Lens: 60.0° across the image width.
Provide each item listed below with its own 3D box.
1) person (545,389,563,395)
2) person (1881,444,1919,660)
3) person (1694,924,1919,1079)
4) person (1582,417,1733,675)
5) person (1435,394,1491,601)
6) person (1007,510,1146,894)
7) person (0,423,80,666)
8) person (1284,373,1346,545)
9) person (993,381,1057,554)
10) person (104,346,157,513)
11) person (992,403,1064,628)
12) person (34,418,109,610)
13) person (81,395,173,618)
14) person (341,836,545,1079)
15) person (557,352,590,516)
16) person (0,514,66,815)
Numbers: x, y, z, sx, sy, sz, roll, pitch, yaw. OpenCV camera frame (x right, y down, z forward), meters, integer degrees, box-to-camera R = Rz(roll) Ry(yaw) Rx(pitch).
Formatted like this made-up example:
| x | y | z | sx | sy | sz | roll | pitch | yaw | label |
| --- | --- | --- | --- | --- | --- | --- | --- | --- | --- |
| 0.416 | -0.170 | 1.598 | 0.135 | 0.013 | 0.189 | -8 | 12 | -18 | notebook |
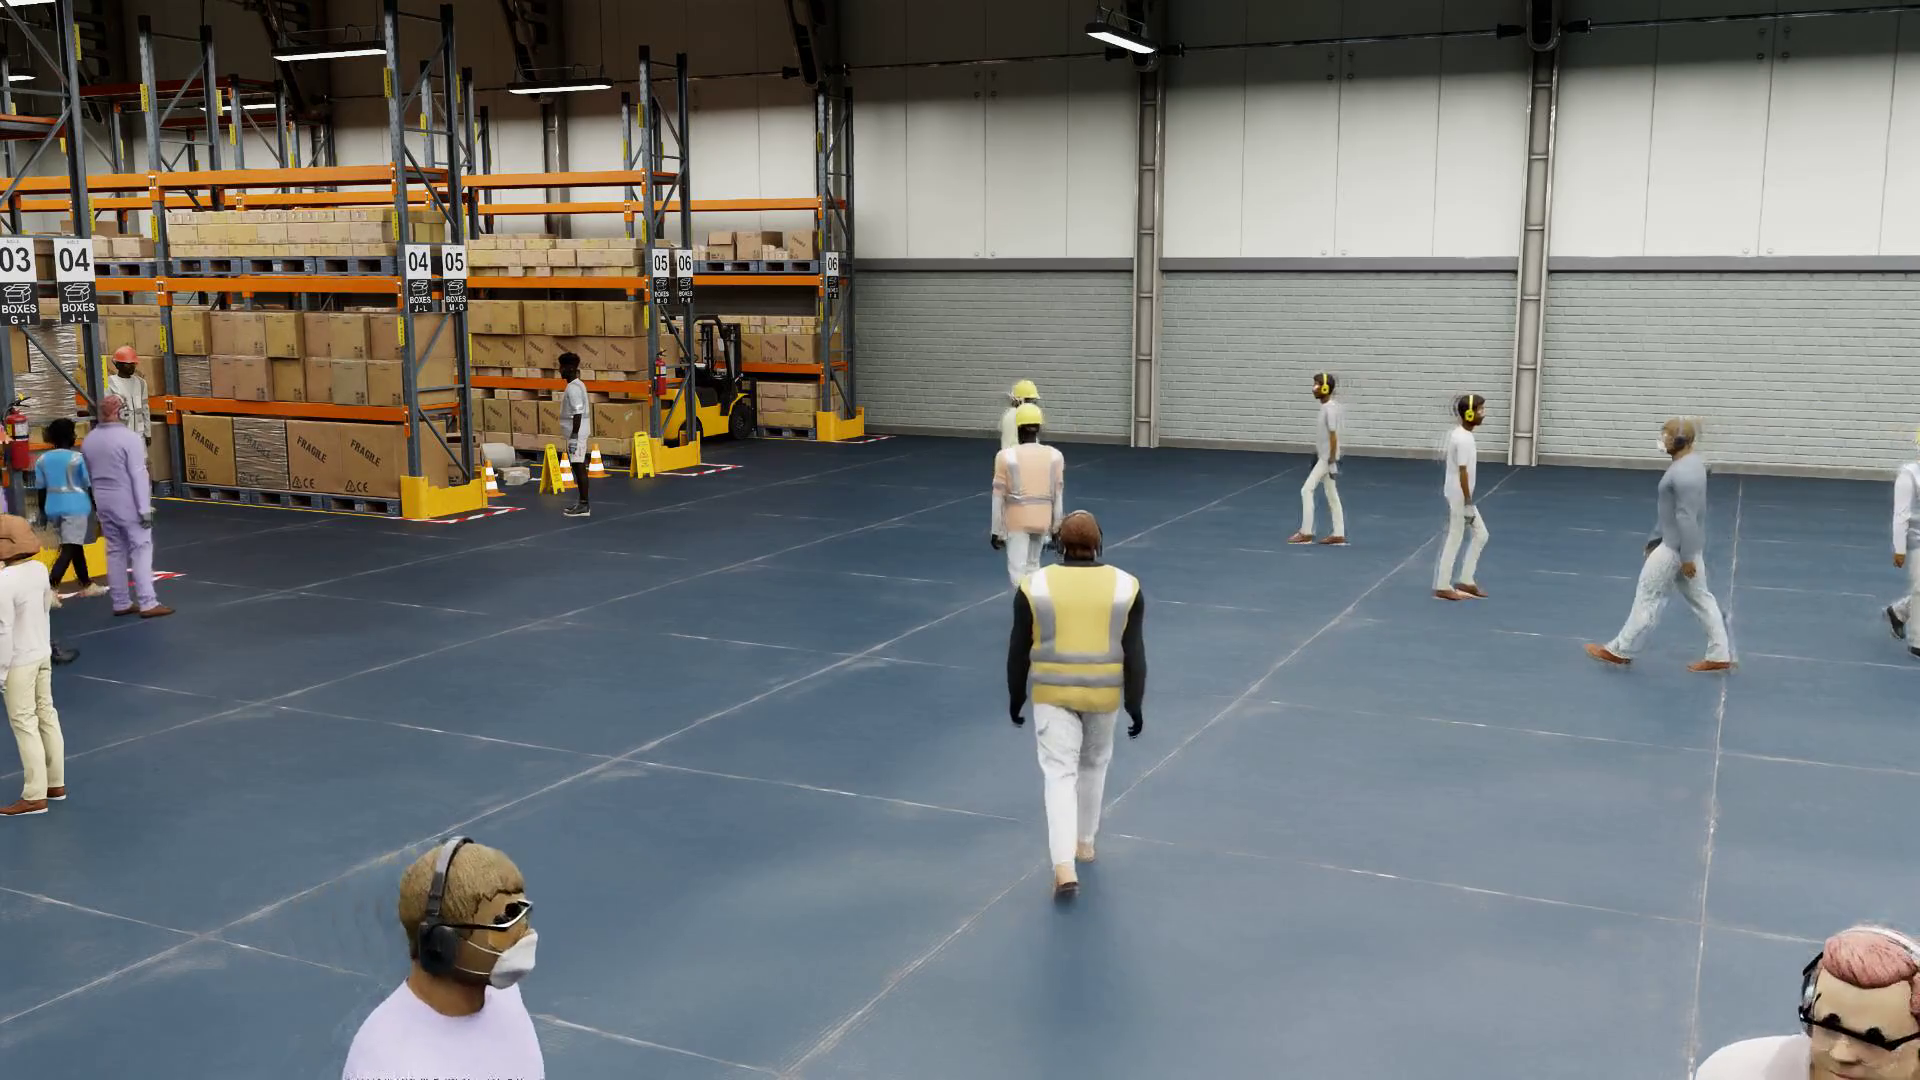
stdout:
| x | y | z | sx | sy | sz | roll | pitch | yaw | label |
| --- | --- | --- | --- | --- | --- | --- | --- | --- | --- |
| -6.634 | -2.387 | 27.251 | 0.997 | 1.816 | 0.534 | 6 | 11 | 32 | person |
| 7.313 | -0.005 | 12.632 | 0.601 | 1.815 | 0.605 | -3 | 10 | -17 | person |
| 1.418 | 1.569 | 2.765 | 0.814 | 1.876 | 0.680 | -8 | 12 | -41 | person |
| 5.176 | 0.047 | 12.122 | 1.033 | 1.886 | 0.639 | 5 | 11 | 30 | person |
| 4.524 | -0.362 | 14.699 | 0.618 | 1.850 | 0.570 | 3 | 10 | 19 | person |
| 0.561 | 0.759 | 7.994 | 0.650 | 1.811 | 0.926 | 0 | 9 | -2 | person |
| -7.113 | 0.046 | 12.136 | 1.013 | 1.894 | 0.563 | -6 | 11 | -33 | person |
| 3.789 | -0.858 | 17.765 | 0.788 | 1.838 | 0.540 | 2 | 9 | 12 | person |
| 0.723 | -0.752 | 17.263 | 0.892 | 1.785 | 0.618 | 3 | 10 | 20 | person |
| -9.935 | -1.298 | 19.902 | 0.403 | 2.035 | 0.606 | 5 | 11 | 28 | person |
| 0.556 | -0.131 | 13.159 | 0.595 | 1.902 | 0.806 | -4 | 10 | -22 | person |
| -7.830 | -0.239 | 14.553 | 0.531 | 1.659 | 0.869 | 3 | 10 | 15 | person |
| -7.073 | -0.280 | 14.096 | 0.674 | 1.893 | 0.443 | 4 | 10 | 23 | person |
| -1.018 | 1.489 | 3.182 | 0.829 | 1.919 | 0.634 | 1 | 9 | 9 | person |
| -4.609 | -1.264 | 19.891 | 0.362 | 1.963 | 0.613 | -1 | 9 | -9 | person |
| -5.099 | 0.671 | 9.036 | 0.277 | 1.636 | 0.507 | 0 | 9 | -2 | person |
